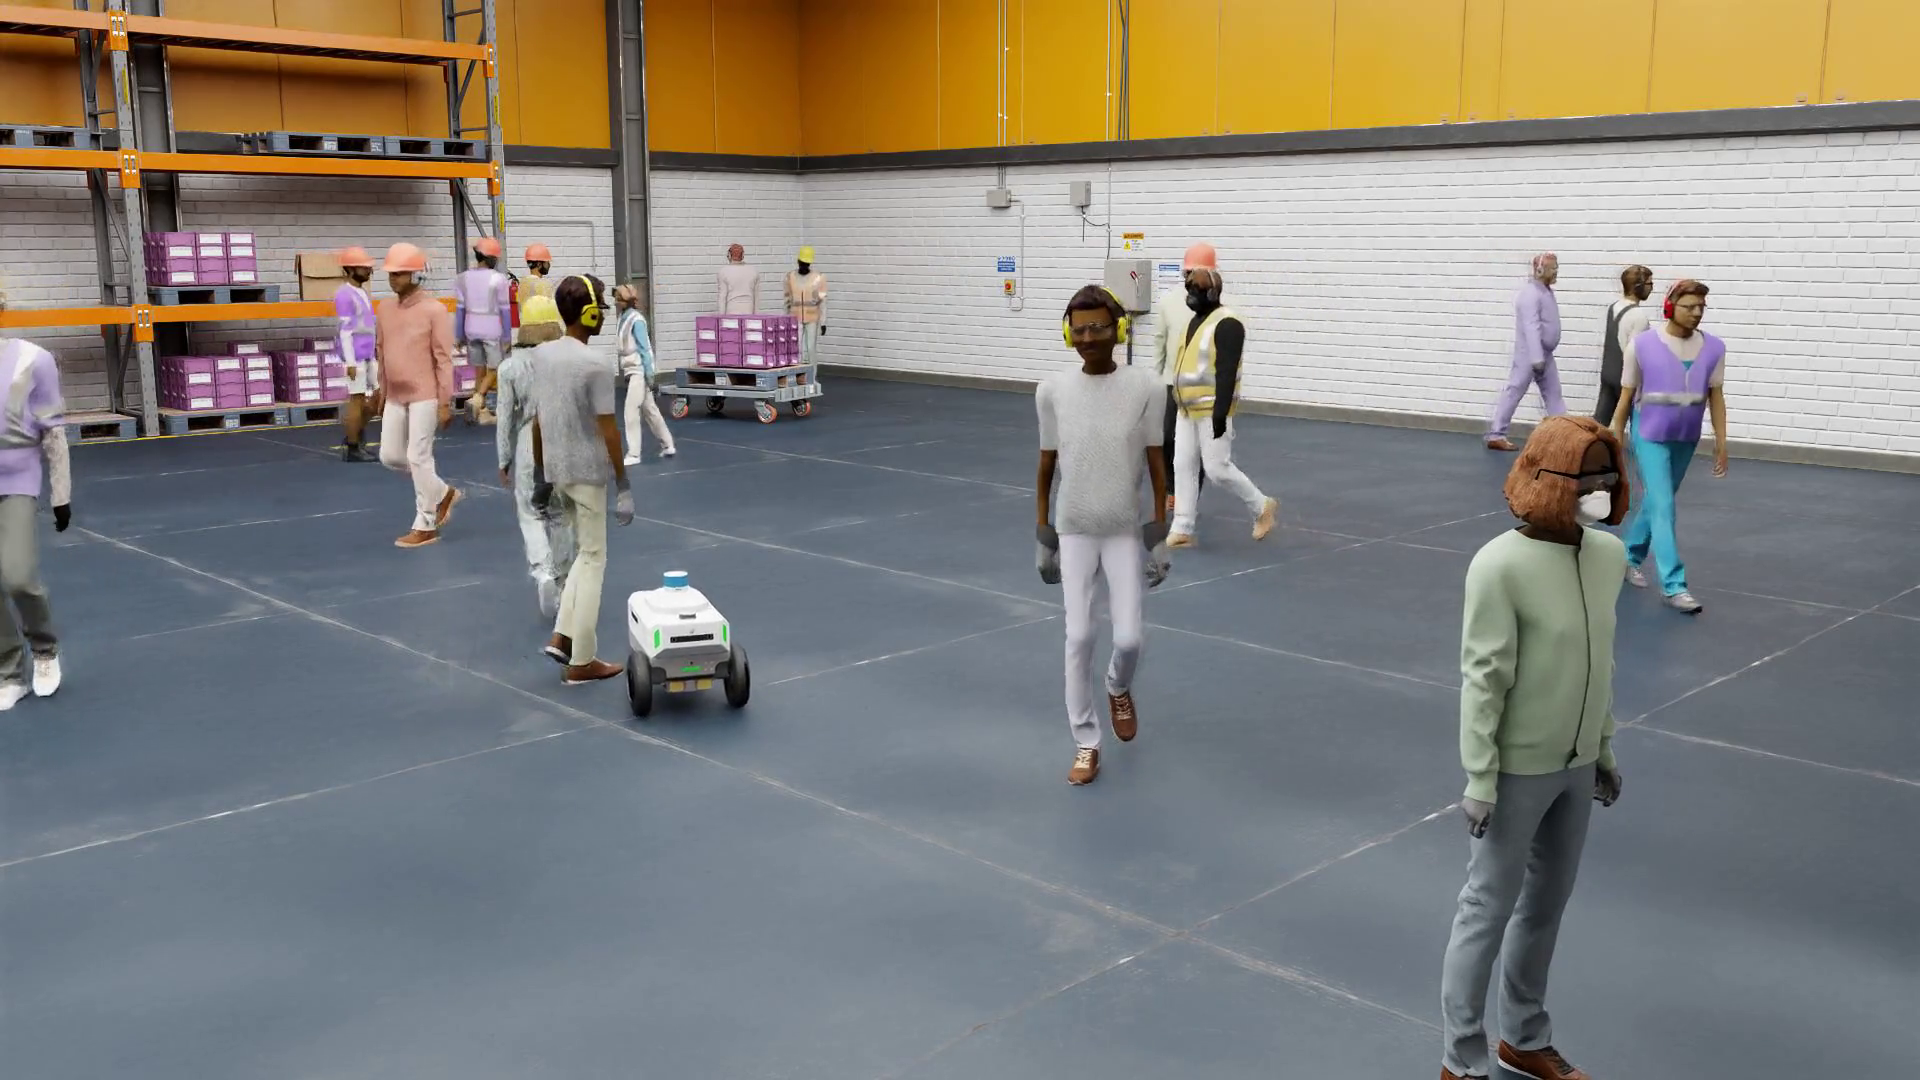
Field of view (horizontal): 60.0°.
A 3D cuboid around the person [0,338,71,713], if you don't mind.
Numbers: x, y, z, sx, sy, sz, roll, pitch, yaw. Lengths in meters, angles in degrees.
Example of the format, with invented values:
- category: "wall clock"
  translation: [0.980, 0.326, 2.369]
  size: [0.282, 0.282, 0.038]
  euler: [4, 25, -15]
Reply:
- category: "person"
  translation: [-4.117, -0.212, 7.045]
  size: [0.596, 1.909, 0.417]
  euler: [-2, 11, -8]

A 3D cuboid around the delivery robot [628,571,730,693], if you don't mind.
- category: "delivery robot"
  translation: [-1.235, 0.381, 7.268]
  size: [0.477, 0.478, 0.707]
  euler: [-4, 11, -19]

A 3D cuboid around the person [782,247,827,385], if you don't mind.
- category: "person"
  translation: [-2.032, -2.874, 21.683]
  size: [0.617, 1.870, 0.990]
  euler: [0, 10, 2]

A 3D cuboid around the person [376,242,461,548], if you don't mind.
- category: "person"
  translation: [-3.540, -0.951, 10.897]
  size: [0.633, 1.976, 0.541]
  euler: [6, 12, 29]

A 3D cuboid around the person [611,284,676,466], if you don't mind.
- category: "person"
  translation: [-2.810, -1.476, 14.811]
  size: [0.635, 1.600, 0.570]
  euler: [-5, 11, -25]

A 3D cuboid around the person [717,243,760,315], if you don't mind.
- category: "person"
  translation: [-3.013, -3.039, 22.479]
  size: [0.639, 1.910, 0.406]
  euler: [-7, 13, -35]

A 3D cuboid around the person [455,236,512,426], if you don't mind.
- category: "person"
  translation: [-5.036, -2.164, 17.437]
  size: [0.645, 2.017, 0.756]
  euler: [3, 11, 14]

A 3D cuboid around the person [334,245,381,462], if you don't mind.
- category: "person"
  translation: [-5.330, -1.642, 14.794]
  size: [0.424, 1.925, 0.567]
  euler: [0, 10, 1]

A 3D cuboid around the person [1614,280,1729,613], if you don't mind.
- category: "person"
  translation: [3.928, -0.546, 9.236]
  size: [0.574, 1.789, 1.001]
  euler: [-2, 11, -10]

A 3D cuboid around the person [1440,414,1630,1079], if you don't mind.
- category: "person"
  translation: [1.327, 0.524, 3.798]
  size: [0.507, 1.632, 0.267]
  euler: [-7, 12, -33]

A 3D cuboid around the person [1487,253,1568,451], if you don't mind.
- category: "person"
  translation: [5.401, -1.716, 15.410]
  size: [1.013, 1.848, 0.663]
  euler: [8, 13, 36]

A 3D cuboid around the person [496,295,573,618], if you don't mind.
- category: "person"
  translation: [-2.209, -0.445, 8.884]
  size: [0.490, 1.715, 0.776]
  euler: [-3, 11, -17]

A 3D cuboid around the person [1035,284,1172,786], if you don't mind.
- category: "person"
  translation: [0.539, -0.031, 6.241]
  size: [0.528, 1.847, 0.523]
  euler: [2, 11, 9]

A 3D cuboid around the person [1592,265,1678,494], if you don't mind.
- category: "person"
  translation: [5.136, -1.225, 12.887]
  size: [0.959, 1.806, 0.511]
  euler: [-3, 11, -15]

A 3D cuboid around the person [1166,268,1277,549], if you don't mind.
- category: "person"
  translation: [1.649, -0.840, 10.734]
  size: [0.746, 1.823, 0.639]
  euler: [-4, 11, -22]

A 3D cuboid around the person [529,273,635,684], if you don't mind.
- category: "person"
  translation: [-1.688, -0.268, 7.519]
  size: [0.549, 1.851, 0.404]
  euler: [8, 13, 37]

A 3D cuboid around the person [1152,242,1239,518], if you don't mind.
- category: "person"
  translation: [1.639, -1.097, 11.701]
  size: [0.630, 1.967, 0.467]
  euler: [4, 11, 19]

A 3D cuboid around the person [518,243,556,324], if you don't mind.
- category: "person"
  translation: [-4.302, -2.064, 17.078]
  size: [0.360, 1.935, 0.552]
  euler: [-8, 13, -39]
